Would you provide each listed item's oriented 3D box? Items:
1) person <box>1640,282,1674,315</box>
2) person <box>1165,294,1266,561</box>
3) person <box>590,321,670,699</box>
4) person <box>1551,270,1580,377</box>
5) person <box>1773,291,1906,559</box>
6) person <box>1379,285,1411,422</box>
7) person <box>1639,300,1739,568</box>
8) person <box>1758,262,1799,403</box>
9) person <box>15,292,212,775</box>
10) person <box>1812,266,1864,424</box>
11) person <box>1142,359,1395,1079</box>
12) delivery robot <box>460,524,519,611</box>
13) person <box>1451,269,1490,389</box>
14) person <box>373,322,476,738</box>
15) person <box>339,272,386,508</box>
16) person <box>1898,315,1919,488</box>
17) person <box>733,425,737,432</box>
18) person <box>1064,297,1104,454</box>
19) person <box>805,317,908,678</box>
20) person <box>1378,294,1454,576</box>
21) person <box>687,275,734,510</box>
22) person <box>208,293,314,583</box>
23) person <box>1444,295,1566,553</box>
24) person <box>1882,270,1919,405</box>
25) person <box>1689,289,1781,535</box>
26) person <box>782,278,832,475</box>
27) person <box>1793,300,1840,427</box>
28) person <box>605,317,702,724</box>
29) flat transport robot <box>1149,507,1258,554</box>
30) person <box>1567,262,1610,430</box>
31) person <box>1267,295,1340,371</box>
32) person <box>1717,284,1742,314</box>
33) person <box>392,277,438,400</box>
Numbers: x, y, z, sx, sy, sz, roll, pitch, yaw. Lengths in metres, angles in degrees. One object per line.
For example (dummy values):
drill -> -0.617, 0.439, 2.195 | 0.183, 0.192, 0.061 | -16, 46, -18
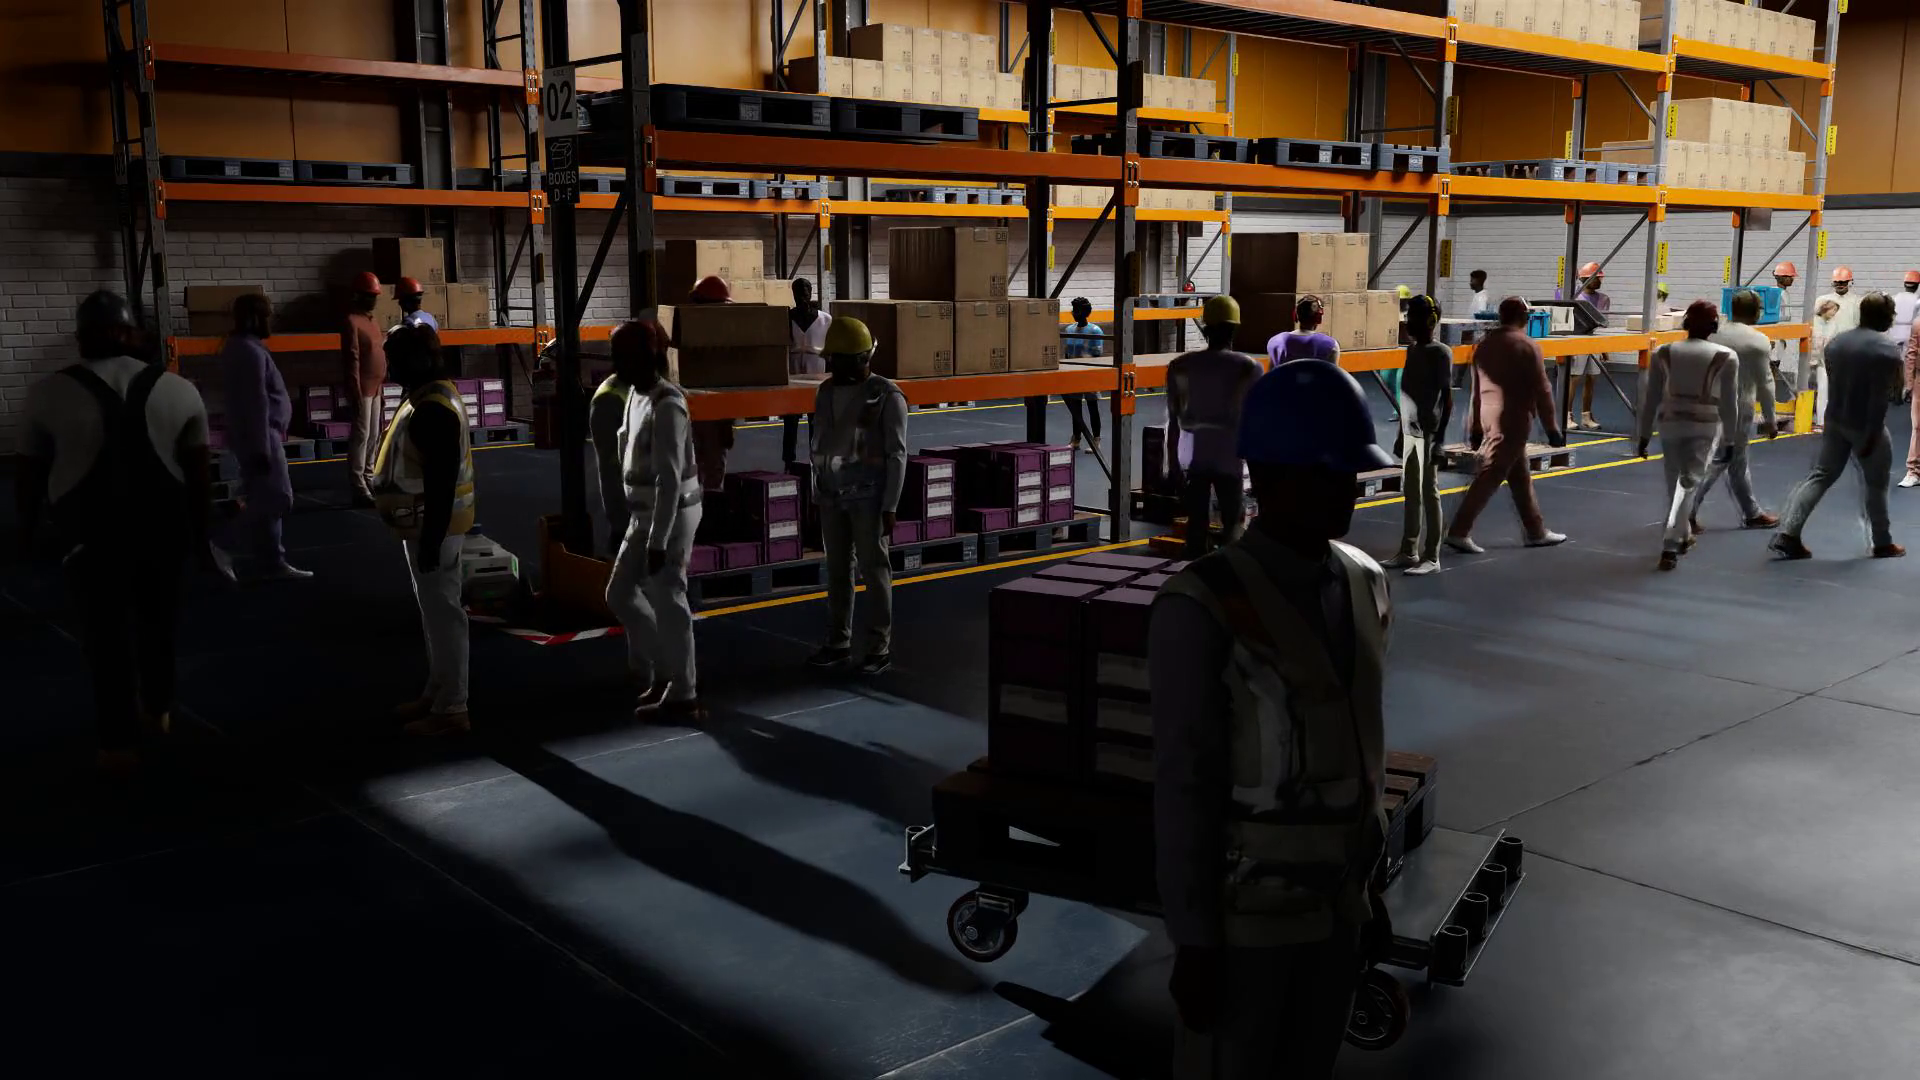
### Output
person -> 10.009, -2.823, 23.907 | 0.437, 1.743, 0.539 | -9, 13, -42
person -> 1.468, -0.463, 9.655 | 0.585, 1.911, 0.506 | 3, 10, 18
person -> -1.494, -0.135, 7.958 | 0.429, 1.842, 0.641 | 3, 10, 17
person -> 10.697, -3.821, 29.212 | 0.543, 1.939, 0.360 | 4, 11, 24
person -> 6.202, -0.787, 11.612 | 0.999, 1.898, 0.635 | -3, 10, -20
person -> 5.671, -2.411, 21.466 | 0.443, 1.752, 0.549 | -9, 13, -42
person -> 5.045, -0.739, 11.514 | 0.587, 1.822, 1.041 | 7, 12, 36
person -> 11.387, -2.833, 23.122 | 0.393, 2.041, 0.613 | 8, 13, 40
person -> -3.570, -0.087, 7.052 | 0.709, 2.000, 0.957 | -7, 12, -37
person -> 11.064, -2.445, 20.990 | 0.622, 1.992, 0.394 | 6, 11, 30
person -> 0.581, 0.646, 3.031 | 0.605, 1.948, 0.391 | -9, 13, -43
delivery robot -> -2.845, 0.148, 9.745 | 0.477, 0.478, 0.707 | -6, 11, -31
person -> 8.235, -3.321, 26.348 | 0.981, 1.923, 0.617 | 2, 10, 9
person -> -2.379, -0.047, 7.415 | 0.429, 1.840, 0.624 | -4, 10, -21
person -> -5.035, -1.272, 14.129 | 0.391, 1.991, 0.612 | 0, 10, 0
person -> 8.930, -1.402, 15.144 | 0.648, 1.907, 0.409 | 8, 13, 41
person -> -2.786, -2.054, 19.267 | 0.617, 1.796, 0.839 | 7, 12, 36
person -> 1.330, -1.778, 17.986 | 0.322, 1.690, 0.533 | -9, 13, -43
person -> -0.547, -0.215, 8.437 | 0.588, 1.822, 0.403 | 7, 12, 37
person -> 3.069, -0.697, 11.115 | 0.329, 1.874, 0.518 | -3, 10, -17
person -> -1.796, -0.893, 11.910 | 0.388, 1.992, 0.625 | -8, 13, -39
person -> -4.543, -0.632, 10.667 | 0.589, 1.890, 0.663 | -6, 11, -32
person -> 3.940, -0.827, 11.964 | 1.047, 1.850, 0.643 | -2, 10, -12
person -> 13.606, -2.903, 23.890 | 0.582, 1.914, 0.707 | 9, 13, 43
person -> 5.897, -0.973, 12.722 | 1.059, 1.885, 0.650 | -3, 10, -14
person -> -1.488, -1.523, 15.815 | 0.596, 1.916, 0.374 | -1, 10, -8
person -> 10.777, -2.230, 20.946 | 0.523, 1.583, 0.876 | 1, 10, 4
person -> -1.362, -0.067, 7.454 | 0.433, 1.856, 0.660 | -5, 11, -26
flat transport robot -> 2.096, -0.075, 12.154 | 1.431, 0.197, 0.652 | -9, 13, -42
person -> 7.681, -2.369, 20.385 | 0.615, 2.047, 0.357 | -3, 10, -15
person -> 2.552, -0.908, 12.460 | 0.566, 1.836, 0.378 | 6, 11, 32
person -> 10.906, -2.743, 23.473 | 0.487, 1.745, 0.300 | 6, 12, 33
person -> -5.099, -1.491, 15.593 | 0.365, 1.932, 0.543 | 1, 10, 5
